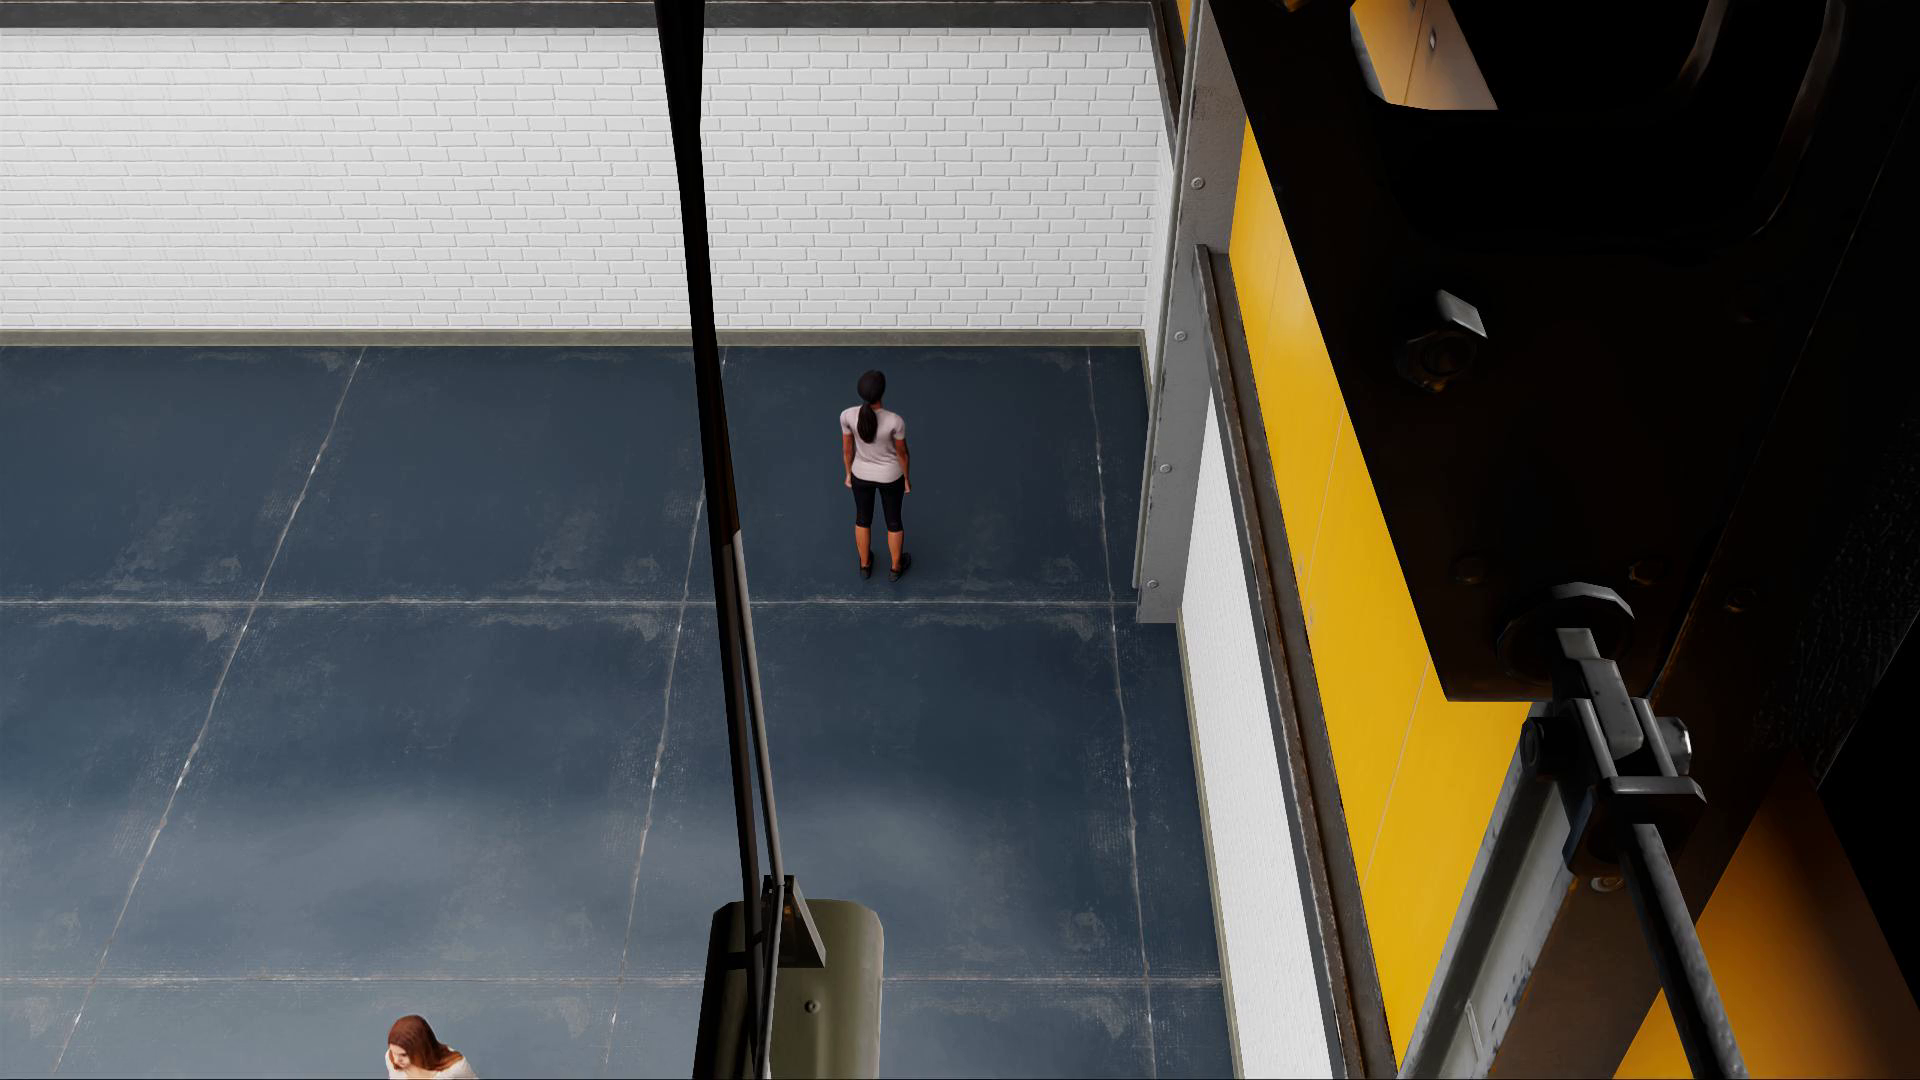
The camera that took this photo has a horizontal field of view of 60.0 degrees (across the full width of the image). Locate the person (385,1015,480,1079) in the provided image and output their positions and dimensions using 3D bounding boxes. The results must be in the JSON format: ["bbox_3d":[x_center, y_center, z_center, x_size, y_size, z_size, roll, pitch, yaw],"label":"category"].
[{"bbox_3d":[-2.456,2.751,7.985,0.645,1.711,0.589,6,44,7],"label":"person"}]

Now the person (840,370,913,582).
[{"bbox_3d":[-0.568,-0.430,11.298,0.644,1.747,0.584,7,44,7],"label":"person"}]
